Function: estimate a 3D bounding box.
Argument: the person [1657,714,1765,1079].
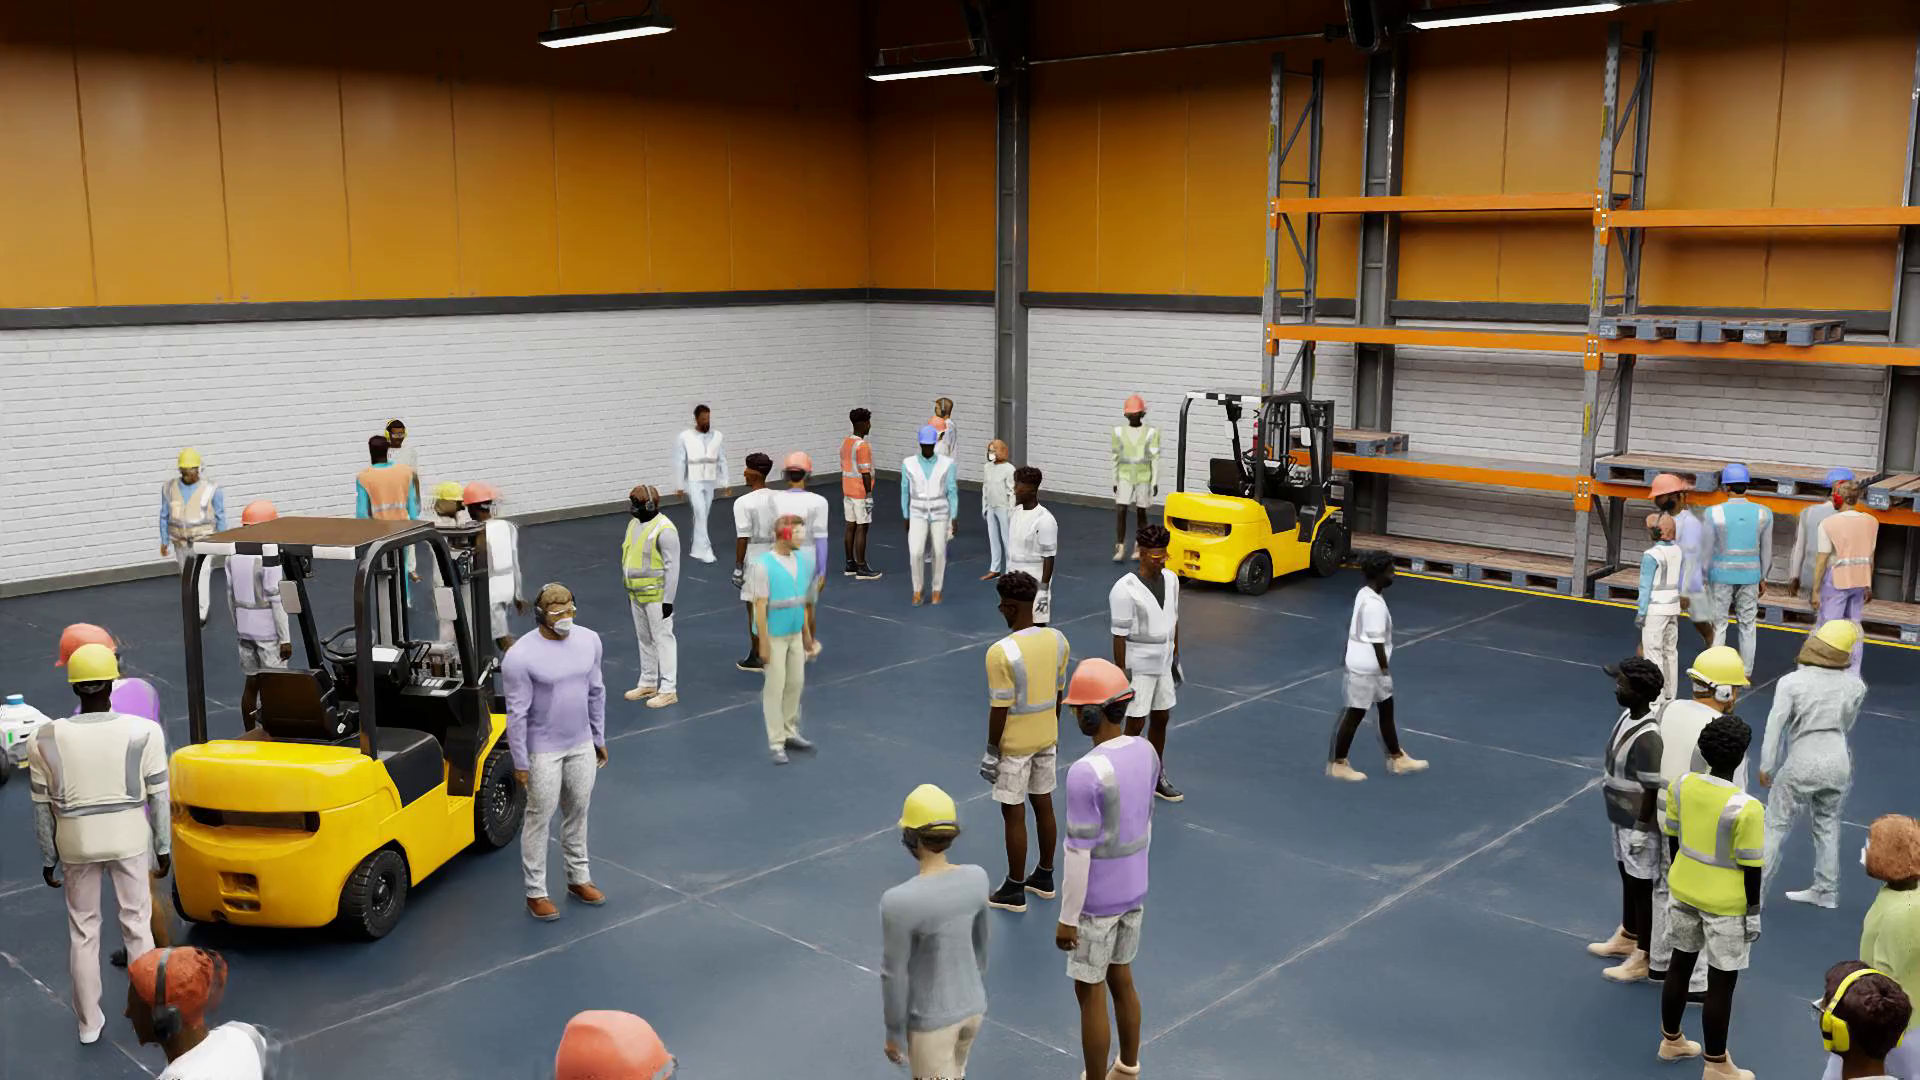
[{"bbox_3d":[3.403,1.617,7.509,0.317,1.700,0.538,-4,11,-21],"label":"person"}]

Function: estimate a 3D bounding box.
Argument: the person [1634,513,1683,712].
[{"bbox_3d":[5.693,0.594,13.548,0.508,1.630,0.317,-8,13,-40],"label":"person"}]

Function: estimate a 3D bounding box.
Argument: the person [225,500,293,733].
[{"bbox_3d":[-5.111,0.668,12.242,0.552,1.932,0.377,6,11,29],"label":"person"}]

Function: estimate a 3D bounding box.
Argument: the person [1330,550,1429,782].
[{"bbox_3d":[2.996,0.899,11.691,0.786,1.664,0.549,2,10,10],"label":"person"}]

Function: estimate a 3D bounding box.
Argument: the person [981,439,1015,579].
[{"bbox_3d":[0.436,-0.330,18.807,0.272,1.627,0.502,-9,13,-41],"label":"person"}]

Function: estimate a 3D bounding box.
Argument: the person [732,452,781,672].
[{"bbox_3d":[-1.779,0.192,14.858,0.361,1.965,0.613,9,13,42],"label":"person"}]

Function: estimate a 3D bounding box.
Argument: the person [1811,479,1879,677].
[{"bbox_3d":[7.445,0.408,14.016,0.565,1.835,0.396,-2,10,-13],"label":"person"}]

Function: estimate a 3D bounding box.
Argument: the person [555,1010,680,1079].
[{"bbox_3d":[-0.799,2.067,4.042,0.610,2.027,0.541,-7,12,-35],"label":"person"}]

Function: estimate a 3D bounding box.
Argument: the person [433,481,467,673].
[{"bbox_3d":[-4.473,0.334,14.719,0.391,1.726,0.512,3,10,15],"label":"person"}]

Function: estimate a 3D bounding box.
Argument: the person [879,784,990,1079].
[{"bbox_3d":[-0.088,1.804,6.334,0.461,1.744,0.523,10,14,43],"label":"person"}]

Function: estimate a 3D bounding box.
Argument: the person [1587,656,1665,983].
[{"bbox_3d":[3.475,1.431,8.571,0.322,1.696,0.536,2,10,10],"label":"person"}]

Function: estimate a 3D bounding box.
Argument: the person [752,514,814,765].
[{"bbox_3d":[-1.334,0.720,12.278,0.385,1.822,0.607,6,12,31],"label":"person"}]

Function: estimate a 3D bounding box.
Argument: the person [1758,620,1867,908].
[{"bbox_3d":[4.794,1.274,9.467,0.561,1.697,0.419,1,10,3],"label":"person"}]

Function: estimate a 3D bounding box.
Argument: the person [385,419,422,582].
[{"bbox_3d":[-6.325,-0.432,18.730,0.509,1.860,0.334,-6,12,-32],"label":"person"}]

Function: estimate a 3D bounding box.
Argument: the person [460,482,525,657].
[{"bbox_3d":[-3.854,0.456,13.636,1.038,1.870,0.556,4,11,24],"label":"person"}]

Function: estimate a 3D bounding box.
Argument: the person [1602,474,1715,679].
[{"bbox_3d":[6.126,0.366,14.195,1.084,1.855,0.578,-2,10,-11],"label":"person"}]

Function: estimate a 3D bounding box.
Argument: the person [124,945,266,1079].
[{"bbox_3d":[-2.042,2.034,4.712,0.857,1.859,0.586,0,10,2],"label":"person"}]

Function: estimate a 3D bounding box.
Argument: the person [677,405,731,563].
[{"bbox_3d":[-3.032,-0.666,19.951,0.609,1.882,0.891,-8,13,-37],"label":"person"}]

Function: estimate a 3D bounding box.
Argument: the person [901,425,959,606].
[{"bbox_3d":[-0.319,-0.248,17.492,0.616,1.926,0.612,0,10,2],"label":"person"}]

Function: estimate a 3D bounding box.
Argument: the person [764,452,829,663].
[{"bbox_3d":[-1.455,0.209,14.738,0.630,1.981,1.096,2,10,9],"label":"person"}]

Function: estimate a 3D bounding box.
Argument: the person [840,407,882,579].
[{"bbox_3d":[-1.149,-0.539,19.025,0.365,1.965,0.608,-6,11,-29],"label":"person"}]

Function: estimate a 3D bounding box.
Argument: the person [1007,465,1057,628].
[{"bbox_3d":[0.573,0.347,13.983,0.367,1.966,0.606,-6,12,-31],"label":"person"}]

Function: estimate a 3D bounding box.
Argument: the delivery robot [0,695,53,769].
[{"bbox_3d":[-6.781,1.359,11.969,0.707,0.478,0.477,10,14,43],"label":"delivery robot"}]

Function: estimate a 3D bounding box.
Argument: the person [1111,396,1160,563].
[{"bbox_3d":[2.074,-0.706,19.866,0.612,2.012,0.891,2,10,14],"label":"person"}]

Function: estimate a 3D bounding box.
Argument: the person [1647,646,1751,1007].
[{"bbox_3d":[3.685,1.421,8.290,0.403,1.821,0.600,-2,10,-14],"label":"person"}]

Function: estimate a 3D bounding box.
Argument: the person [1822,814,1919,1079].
[{"bbox_3d":[3.566,1.844,6.513,0.849,1.586,0.511,5,11,25],"label":"person"}]

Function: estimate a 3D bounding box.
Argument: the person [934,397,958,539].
[{"bbox_3d":[-0.198,-0.933,21.613,0.345,1.846,0.508,1,10,5],"label":"person"}]

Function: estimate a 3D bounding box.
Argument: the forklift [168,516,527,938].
[{"bbox_3d":[-3.583,0.976,9.748,1.214,2.155,2.313,2,10,11],"label":"forklift"}]

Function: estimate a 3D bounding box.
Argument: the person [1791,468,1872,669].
[{"bbox_3d":[7.542,0.320,14.355,1.014,1.886,0.629,-5,11,-26],"label":"person"}]

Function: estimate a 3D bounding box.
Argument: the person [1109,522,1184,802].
[{"bbox_3d":[1.266,0.843,11.211,0.616,1.951,0.388,-9,13,-41],"label":"person"}]

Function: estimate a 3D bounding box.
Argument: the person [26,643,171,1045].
[{"bbox_3d":[-4.066,1.439,7.916,0.582,1.919,0.396,-4,11,-24],"label":"person"}]

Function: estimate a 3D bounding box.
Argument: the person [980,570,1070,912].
[{"bbox_3d":[0.355,1.137,9.493,0.368,1.962,0.603,10,14,43],"label":"person"}]

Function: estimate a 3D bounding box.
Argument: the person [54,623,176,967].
[{"bbox_3d":[-4.304,1.347,8.436,0.635,1.906,0.565,1,10,7],"label":"person"}]

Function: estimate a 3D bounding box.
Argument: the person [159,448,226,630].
[{"bbox_3d":[-7.666,-0.043,16.678,0.588,1.802,0.826,-1,10,-4],"label":"person"}]

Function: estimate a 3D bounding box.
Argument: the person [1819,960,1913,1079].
[{"bbox_3d":[2.409,2.058,4.551,0.511,1.862,0.324,-2,10,-10],"label":"person"}]

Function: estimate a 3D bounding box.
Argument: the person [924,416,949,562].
[{"bbox_3d":[-0.284,-0.616,20.056,0.323,1.755,0.563,0,10,0],"label":"person"}]

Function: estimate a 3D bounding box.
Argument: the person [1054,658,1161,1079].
[{"bbox_3d":[0.606,1.511,7.189,0.410,2.031,0.613,7,12,35],"label":"person"}]

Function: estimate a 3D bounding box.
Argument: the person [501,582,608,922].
[{"bbox_3d":[-2.271,1.175,9.389,0.382,1.931,0.631,9,13,42],"label":"person"}]

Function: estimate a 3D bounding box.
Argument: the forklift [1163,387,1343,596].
[{"bbox_3d":[3.298,-0.608,18.767,1.214,2.155,2.313,9,13,42],"label":"forklift"}]

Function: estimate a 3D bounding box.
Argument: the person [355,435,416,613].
[{"bbox_3d":[-5.802,-0.115,16.802,0.463,1.900,0.609,10,14,44],"label":"person"}]

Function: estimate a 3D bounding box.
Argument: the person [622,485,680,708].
[{"bbox_3d":[-2.560,0.454,13.723,0.429,1.843,0.627,-9,13,-40],"label":"person"}]

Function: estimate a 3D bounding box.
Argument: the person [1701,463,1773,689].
[{"bbox_3d":[6.604,0.314,14.229,0.604,1.945,0.398,1,10,5],"label":"person"}]
